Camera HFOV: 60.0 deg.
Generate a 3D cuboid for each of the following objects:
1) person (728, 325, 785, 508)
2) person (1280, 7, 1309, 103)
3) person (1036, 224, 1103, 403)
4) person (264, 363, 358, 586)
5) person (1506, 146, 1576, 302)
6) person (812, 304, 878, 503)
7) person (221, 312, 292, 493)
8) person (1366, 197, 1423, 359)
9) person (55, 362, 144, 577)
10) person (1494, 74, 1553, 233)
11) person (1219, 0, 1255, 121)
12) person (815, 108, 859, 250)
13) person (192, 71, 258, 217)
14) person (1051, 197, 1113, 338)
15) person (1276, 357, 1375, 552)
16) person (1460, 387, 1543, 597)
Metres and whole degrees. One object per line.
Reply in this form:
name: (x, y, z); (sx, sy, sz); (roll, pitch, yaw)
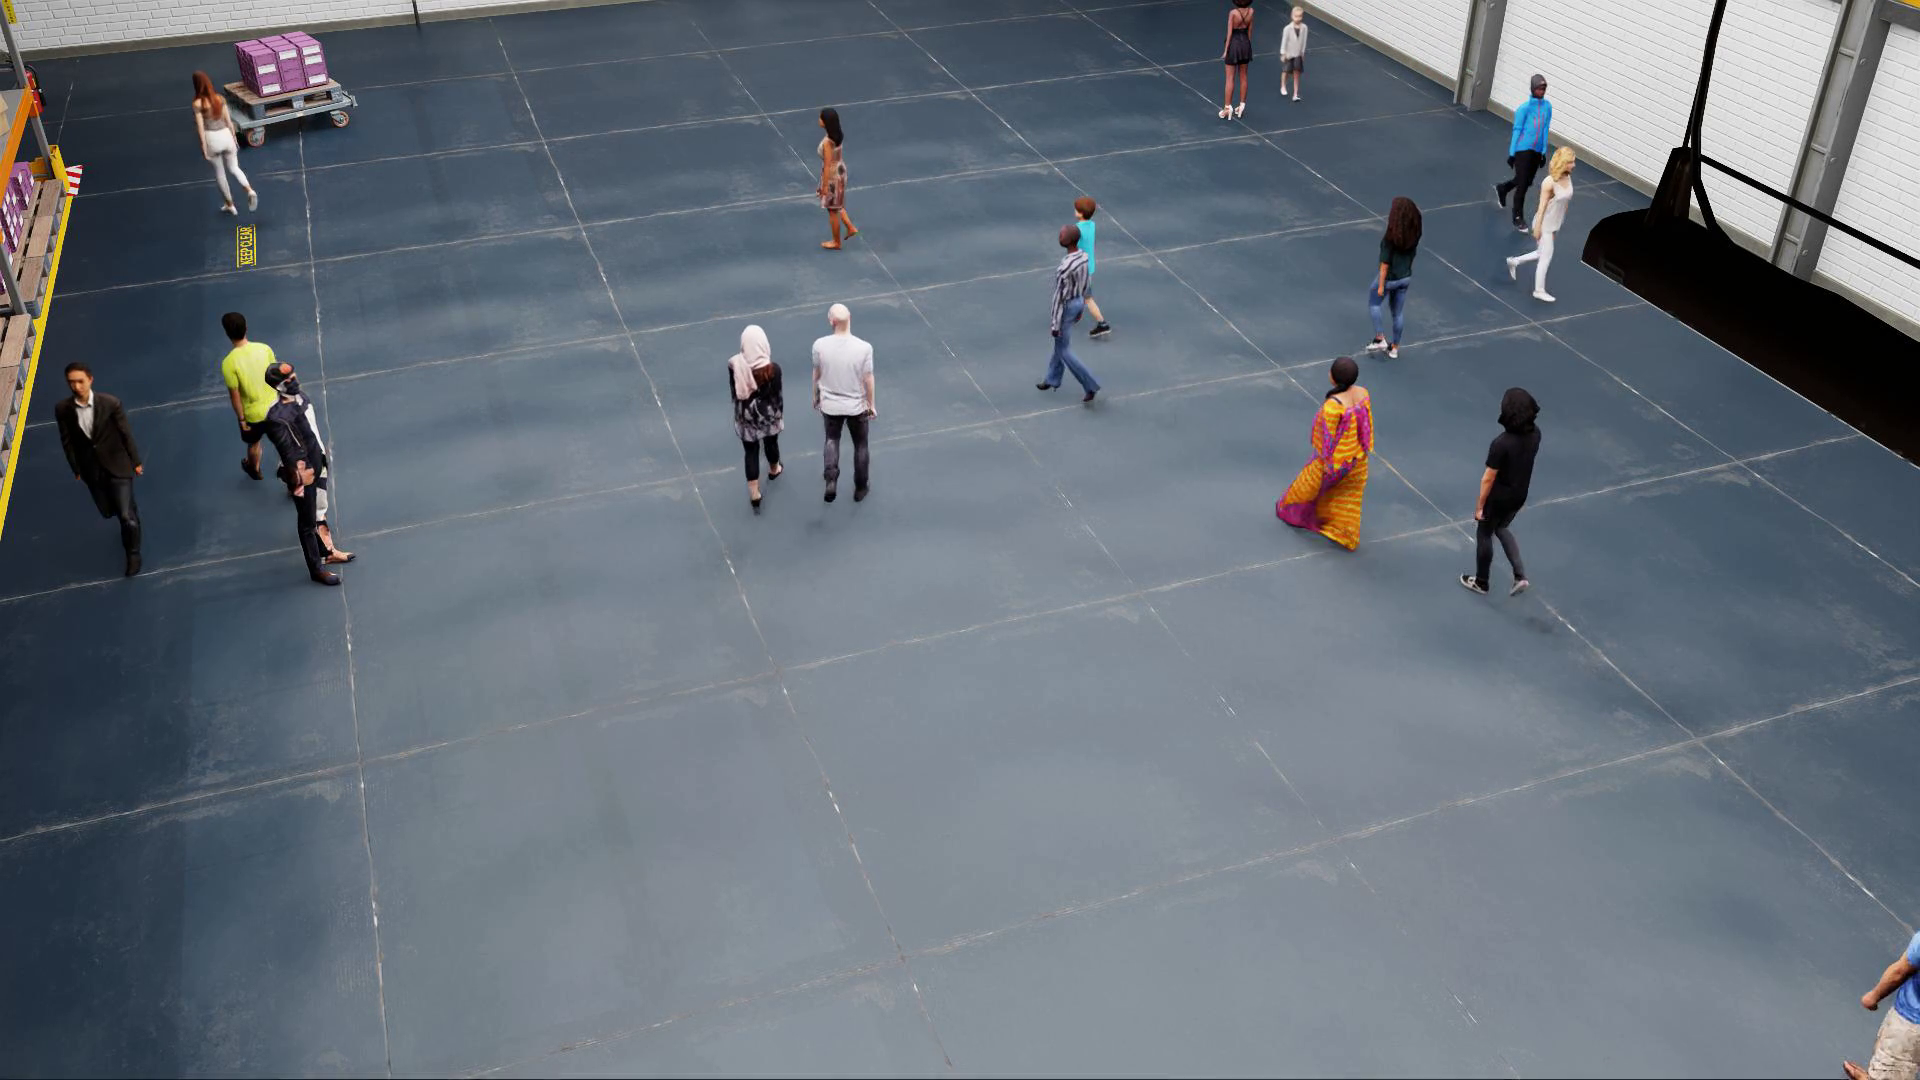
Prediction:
person: (-1.738, -1.028, 14.063); (0.854, 1.603, 1.072); (1, 34, 2)
person: (4.579, -6.716, 22.949); (0.685, 1.241, 0.938); (-2, 34, -3)
person: (1.072, -2.067, 15.471); (1.080, 1.776, 0.995); (17, 37, 24)
person: (-5.158, -0.551, 13.084); (0.826, 1.893, 0.677); (2, 34, 3)
person: (6.129, -3.359, 17.526); (0.802, 1.653, 1.002); (-26, 42, -34)
person: (-0.997, -1.083, 13.953); (0.905, 1.817, 0.990); (4, 34, 6)
person: (-5.887, -1.098, 14.111); (0.906, 1.667, 1.128); (-27, 42, -34)
person: (4.287, -2.550, 16.361); (0.618, 1.595, 0.645); (-15, 37, -22)
person: (-6.810, -0.626, 13.296); (0.773, 1.783, 1.024); (-7, 34, -10)
person: (6.468, -4.482, 19.112); (0.620, 1.768, 1.028); (-11, 35, -17)
person: (3.701, -6.499, 22.127); (0.566, 1.790, 0.554); (-15, 36, -21)
person: (-1.330, -4.013, 18.523); (0.883, 1.638, 0.828); (7, 34, 10)
person: (-8.534, -4.556, 19.276); (0.983, 1.709, 0.844); (24, 40, 32)
person: (1.296, -2.733, 16.795); (0.996, 1.419, 0.922); (15, 37, 22)
person: (3.116, -0.701, 13.530); (0.817, 1.650, 1.126); (-20, 39, -28)
person: (4.248, -0.308, 12.786); (0.701, 1.819, 0.837); (-15, 36, -21)
